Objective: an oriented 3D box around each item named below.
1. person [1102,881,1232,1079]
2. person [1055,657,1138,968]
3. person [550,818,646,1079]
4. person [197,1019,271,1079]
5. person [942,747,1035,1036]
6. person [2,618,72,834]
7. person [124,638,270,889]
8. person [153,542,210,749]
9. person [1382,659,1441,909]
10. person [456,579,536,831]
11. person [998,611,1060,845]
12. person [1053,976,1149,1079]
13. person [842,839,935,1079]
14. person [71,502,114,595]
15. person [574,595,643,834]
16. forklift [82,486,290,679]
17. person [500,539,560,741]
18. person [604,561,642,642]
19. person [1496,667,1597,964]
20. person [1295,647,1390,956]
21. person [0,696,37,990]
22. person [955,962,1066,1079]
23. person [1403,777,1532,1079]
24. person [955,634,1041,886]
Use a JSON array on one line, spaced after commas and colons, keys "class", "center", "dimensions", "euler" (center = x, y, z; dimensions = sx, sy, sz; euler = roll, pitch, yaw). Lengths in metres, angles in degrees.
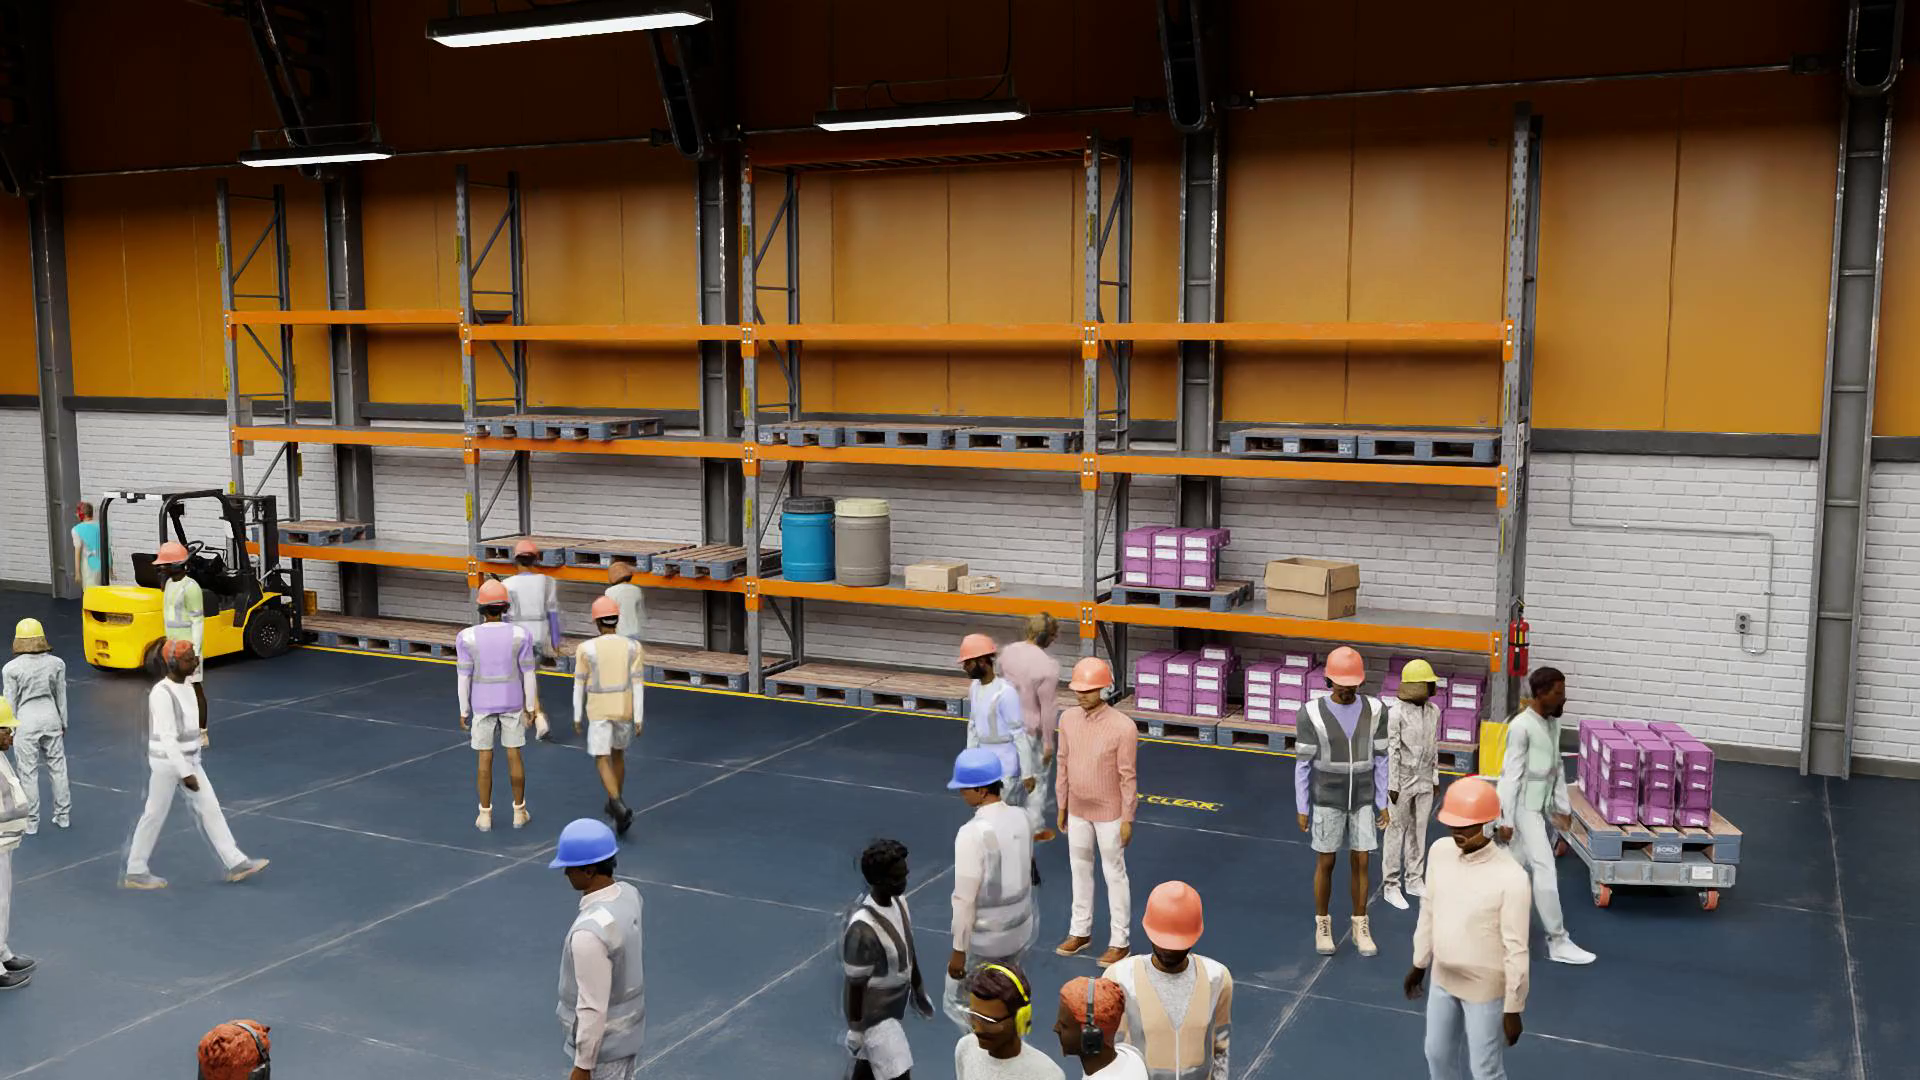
[{"class": "person", "center": [0.801, 2.248, 6.440], "dimensions": [0.542, 1.929, 0.374], "euler": [-1, 7, -10]}, {"class": "person", "center": [0.851, 1.719, 10.604], "dimensions": [0.610, 1.986, 0.407], "euler": [6, 9, 39]}, {"class": "person", "center": [-1.553, 2.149, 7.200], "dimensions": [0.393, 1.943, 0.602], "euler": [0, 7, 3]}, {"class": "person", "center": [-2.245, 2.424, 5.211], "dimensions": [0.582, 1.879, 0.360], "euler": [2, 7, 18]}, {"class": "person", "center": [0.159, 2.000, 8.503], "dimensions": [0.439, 1.921, 0.641], "euler": [5, 9, 36]}, {"class": "person", "center": [-7.481, 1.495, 13.467], "dimensions": [0.339, 1.733, 0.480], "euler": [5, 8, 35]}, {"class": "person", "center": [-5.603, 1.622, 12.031], "dimensions": [1.024, 1.826, 0.582], "euler": [0, 7, -1]}, {"class": "person", "center": [-7.519, 1.029, 16.056], "dimensions": [0.609, 2.040, 0.395], "euler": [6, 9, 42]}, {"class": "person", "center": [3.198, 1.701, 11.709], "dimensions": [0.488, 1.746, 0.284], "euler": [-4, 8, -32]}, {"class": "person", "center": [-3.755, 1.335, 13.500], "dimensions": [0.614, 2.047, 0.361], "euler": [-2, 7, -17]}, {"class": "person", "center": [0.474, 1.490, 12.856], "dimensions": [0.674, 1.892, 0.800], "euler": [7, 10, 44]}, {"class": "person", "center": [0.484, 2.377, 5.607], "dimensions": [0.348, 1.876, 0.577], "euler": [3, 7, 20]}, {"class": "person", "center": [-0.264, 2.218, 7.780], "dimensions": [0.784, 1.667, 0.539], "euler": [2, 7, 14]}, {"class": "person", "center": [-11.475, 0.398, 22.170], "dimensions": [0.711, 1.820, 0.591], "euler": [2, 7, 14]}, {"class": "person", "center": [-2.825, 1.411, 13.514], "dimensions": [0.552, 1.904, 0.888], "euler": [-3, 8, -25]}, {"class": "forklift", "center": [-9.426, 0.454, 20.179], "dimensions": [1.214, 2.155, 2.313], "euler": [3, 8, 26]}, {"class": "person", "center": [-4.301, 0.998, 16.629], "dimensions": [0.628, 1.993, 1.062], "euler": [-5, 9, -36]}, {"class": "person", "center": [-3.643, 1.029, 17.817], "dimensions": [0.687, 1.594, 0.521], "euler": [7, 9, 43]}, {"class": "person", "center": [3.789, 1.754, 10.727], "dimensions": [0.910, 1.873, 0.615], "euler": [5, 9, 37]}, {"class": "person", "center": [2.474, 1.682, 10.742], "dimensions": [0.613, 2.028, 0.408], "euler": [-1, 7, -5]}, {"class": "person", "center": [-5.927, 1.851, 10.198], "dimensions": [0.403, 1.817, 0.601], "euler": [-3, 8, -25]}, {"class": "person", "center": [0.153, 2.364, 5.782], "dimensions": [0.514, 1.861, 0.323], "euler": [7, 10, 45]}, {"class": "person", "center": [2.354, 2.063, 7.759], "dimensions": [0.410, 1.988, 0.668], "euler": [-3, 8, -26]}, {"class": "person", "center": [0.261, 1.605, 11.894], "dimensions": [0.773, 1.884, 0.559], "euler": [-3, 7, -22]}]
